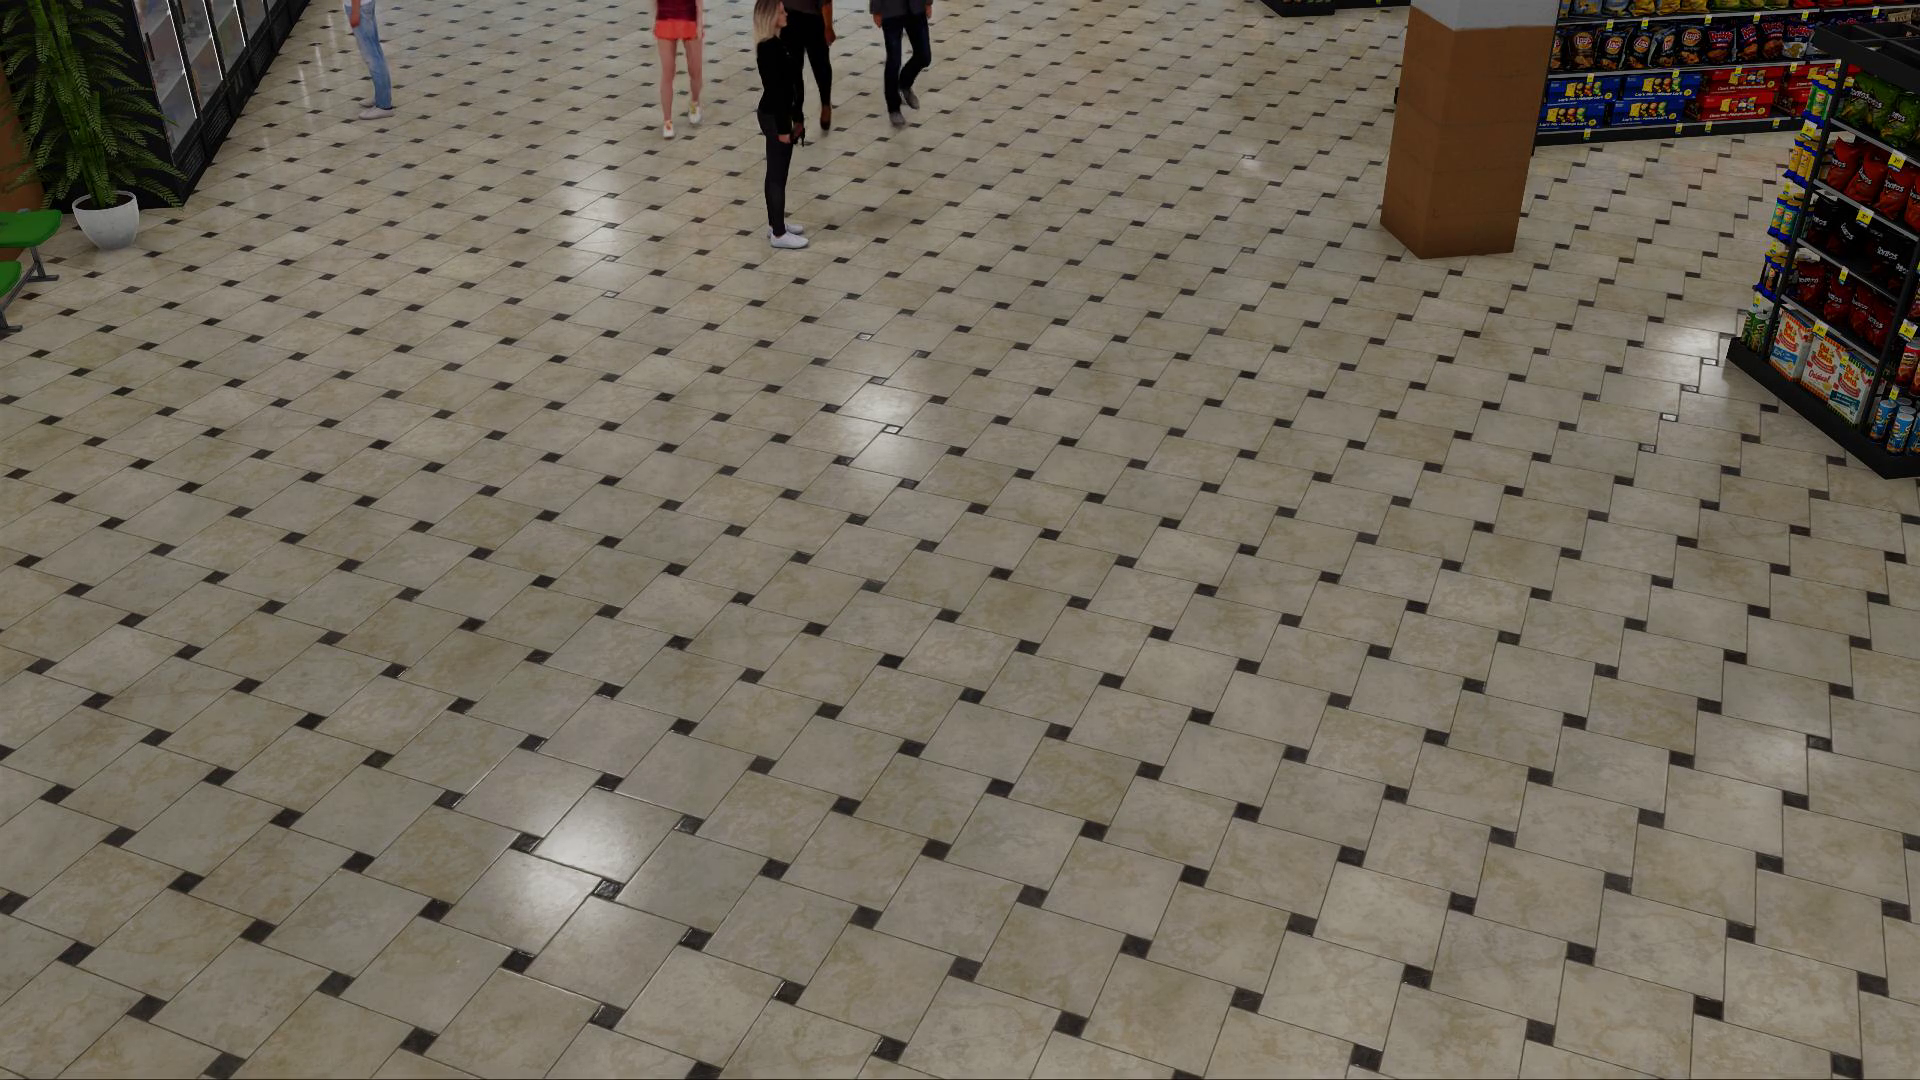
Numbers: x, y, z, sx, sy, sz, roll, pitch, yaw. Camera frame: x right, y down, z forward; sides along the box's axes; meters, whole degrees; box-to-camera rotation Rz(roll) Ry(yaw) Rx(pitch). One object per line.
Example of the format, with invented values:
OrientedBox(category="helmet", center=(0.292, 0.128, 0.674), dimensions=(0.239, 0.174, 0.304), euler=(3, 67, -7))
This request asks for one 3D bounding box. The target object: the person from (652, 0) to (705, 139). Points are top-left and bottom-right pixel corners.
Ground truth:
OrientedBox(category="person", center=(-2.235, -4.128, 13.339), dimensions=(0.702, 1.729, 0.646), euler=(-1, 32, -2))

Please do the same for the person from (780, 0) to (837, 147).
OrientedBox(category="person", center=(-1.212, -4.069, 13.196), dimensions=(1.143, 1.780, 1.070), euler=(7, 33, 11))

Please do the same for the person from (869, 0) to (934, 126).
OrientedBox(category="person", center=(-0.500, -4.342, 13.566), dimensions=(0.788, 1.852, 0.864), euler=(-10, 33, -15))

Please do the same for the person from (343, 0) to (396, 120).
OrientedBox(category="person", center=(-4.949, -4.441, 13.721), dimensions=(0.532, 1.857, 0.645), euler=(-6, 32, -10))

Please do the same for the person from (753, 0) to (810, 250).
OrientedBox(category="person", center=(-1.255, -2.835, 11.303), dimensions=(0.519, 1.686, 0.597), euler=(-5, 32, -8))
